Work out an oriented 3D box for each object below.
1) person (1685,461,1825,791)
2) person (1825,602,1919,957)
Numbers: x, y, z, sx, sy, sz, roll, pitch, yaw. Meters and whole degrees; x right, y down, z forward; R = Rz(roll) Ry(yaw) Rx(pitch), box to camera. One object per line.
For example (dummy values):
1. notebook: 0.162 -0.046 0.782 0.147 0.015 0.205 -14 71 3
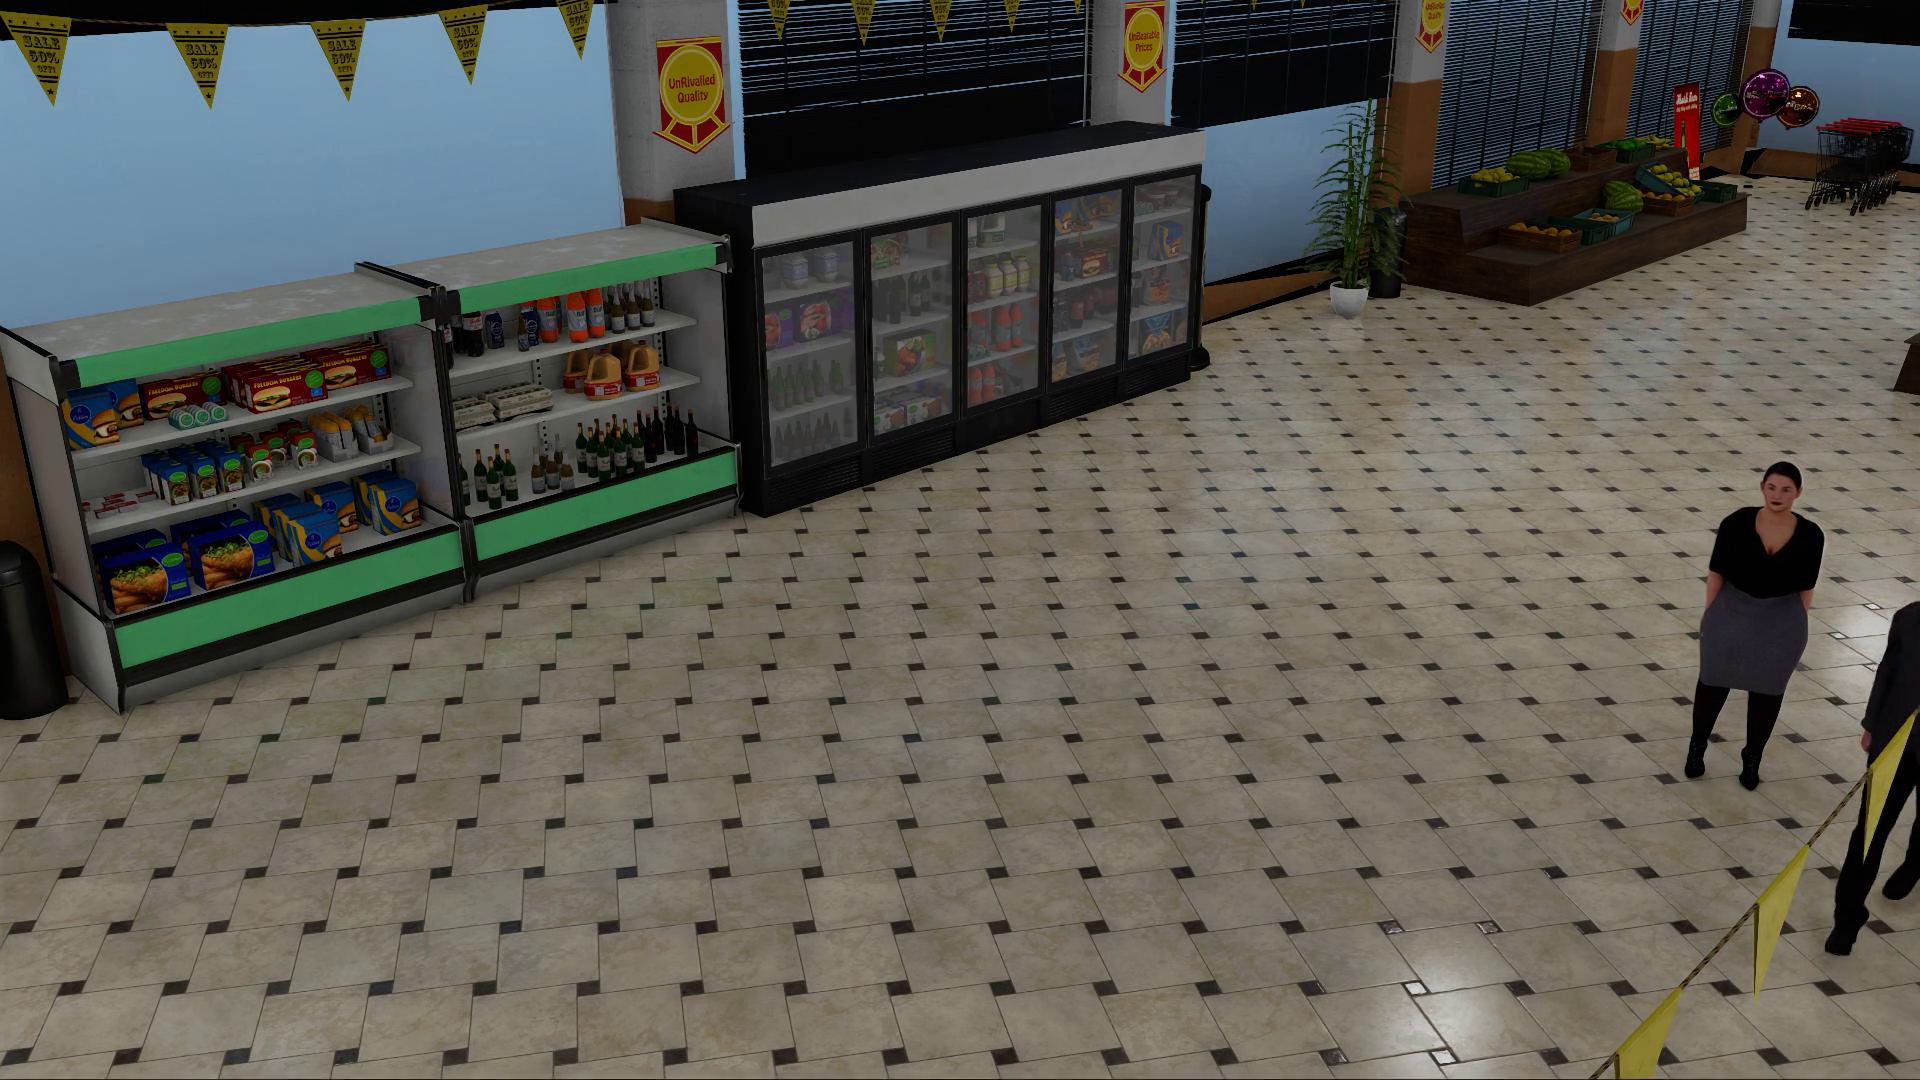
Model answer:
1. person: 4.025 0.429 8.444 0.751 1.760 0.741 9 24 22
2. person: 4.235 0.898 7.251 0.796 1.780 1.241 19 29 39
